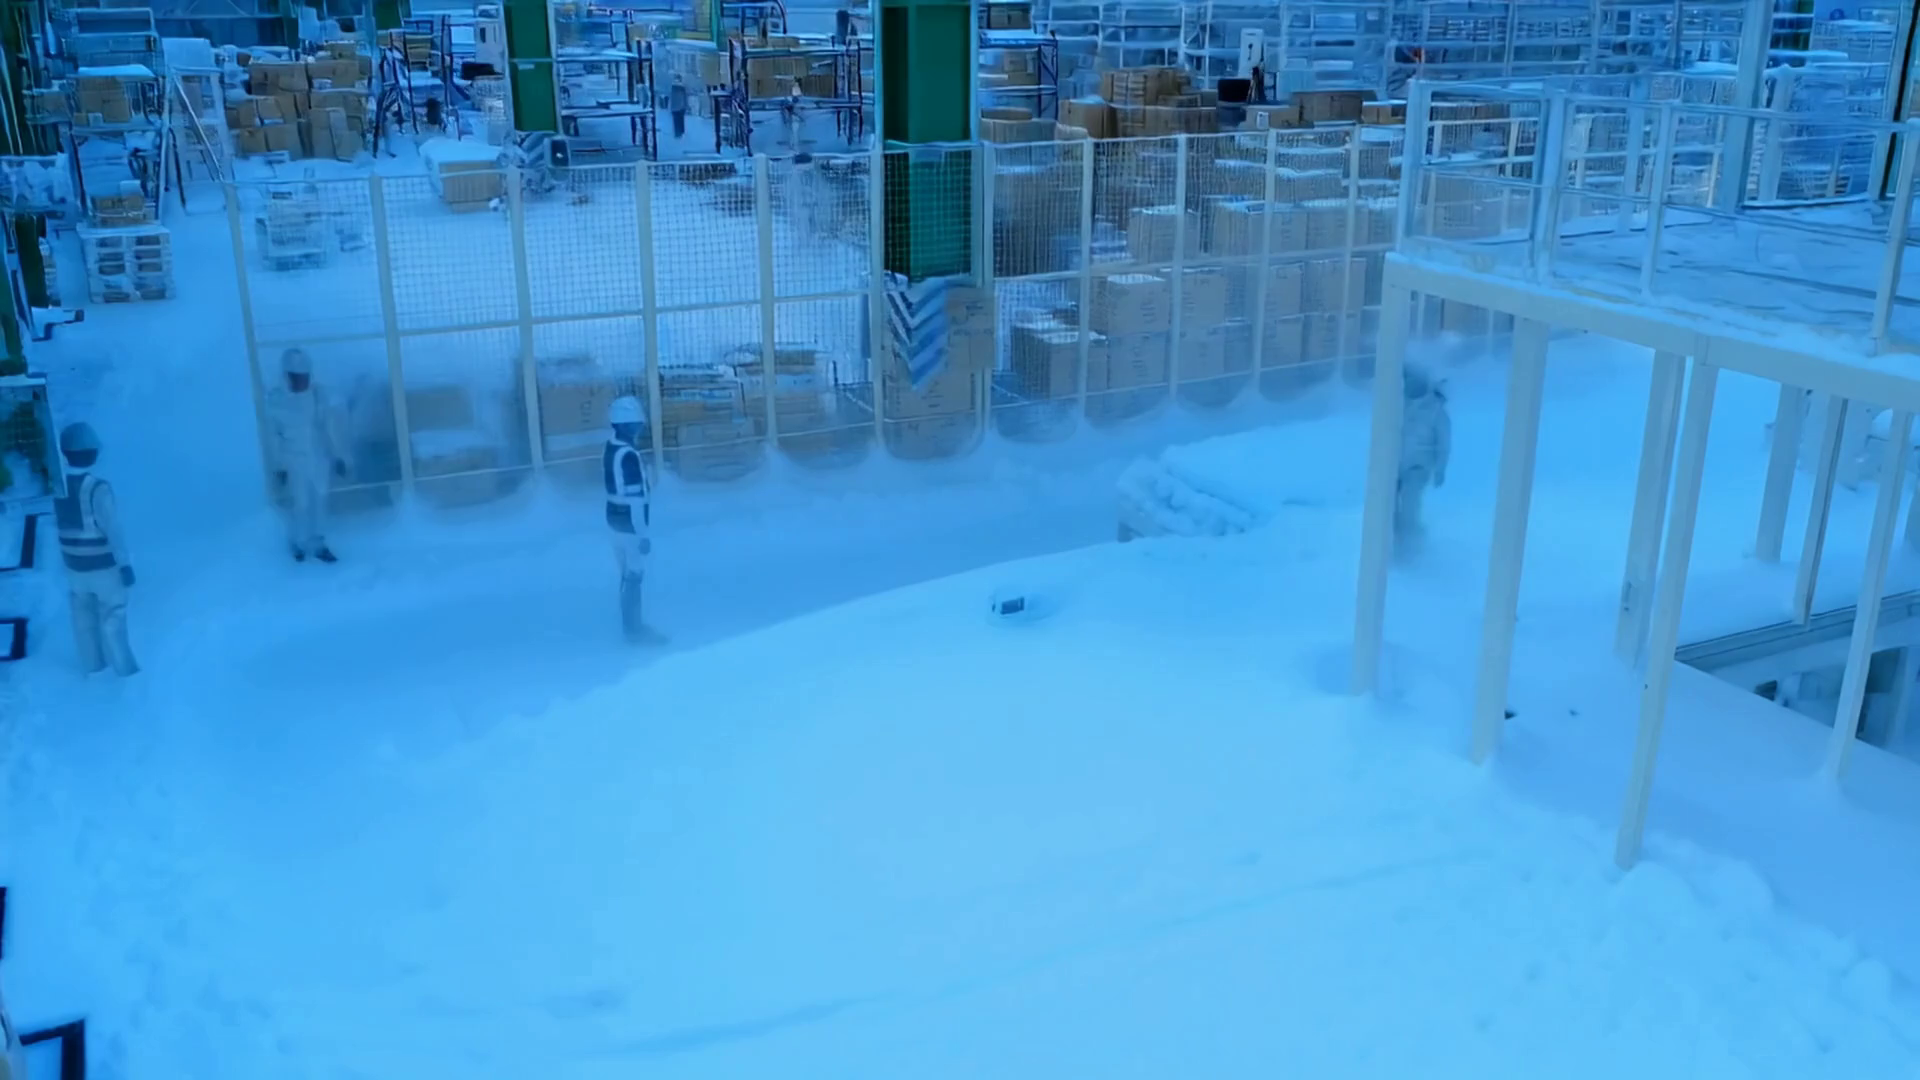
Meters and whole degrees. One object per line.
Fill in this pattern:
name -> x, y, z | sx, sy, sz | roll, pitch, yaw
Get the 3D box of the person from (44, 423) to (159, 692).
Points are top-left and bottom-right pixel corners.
person -> -6.076, 0.128, 11.705 | 0.614, 1.947, 0.389 | 7, 20, 21

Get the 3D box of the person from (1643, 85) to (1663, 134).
person -> 17.924, -10.751, 43.104 | 0.710, 2.000, 0.549 | 2, 19, 7

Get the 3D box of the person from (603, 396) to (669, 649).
person -> -2.452, -0.133, 12.478 | 0.357, 1.937, 0.550 | -11, 22, -29

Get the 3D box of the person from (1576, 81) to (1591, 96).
person -> 17.543, -12.091, 47.143 | 0.552, 1.936, 0.358 | 13, 23, 32

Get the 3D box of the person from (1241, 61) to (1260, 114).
person -> 10.244, -15.733, 57.879 | 0.849, 1.836, 0.516 | 10, 21, 26

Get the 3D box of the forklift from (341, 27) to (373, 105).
forklift -> -22.275, -17.346, 60.954 | 1.873, 2.768, 1.129 | -9, 21, -25

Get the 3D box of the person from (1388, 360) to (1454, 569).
person -> 3.796, -0.627, 14.079 | 0.649, 1.823, 0.458 | 16, 25, 39

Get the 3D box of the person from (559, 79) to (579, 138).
person -> -11.565, -12.653, 48.985 | 0.530, 1.797, 0.931 | 3, 19, 8

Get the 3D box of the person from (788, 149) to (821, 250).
person -> -2.814, -6.185, 30.233 | 0.637, 1.806, 0.931 | -8, 21, -22

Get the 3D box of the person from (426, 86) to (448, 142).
person -> -13.958, -11.158, 44.507 | 0.544, 1.886, 0.937 | 8, 21, 23

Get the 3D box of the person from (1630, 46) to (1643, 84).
person -> 27.756, -19.377, 68.436 | 0.633, 1.832, 0.430 | -13, 23, -34

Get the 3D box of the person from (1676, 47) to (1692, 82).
person -> 31.944, -20.880, 73.179 | 0.497, 1.602, 0.871 | -8, 21, -23

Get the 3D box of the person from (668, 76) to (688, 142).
person -> -8.298, -12.720, 49.061 | 0.586, 1.865, 1.029 | -2, 19, -7

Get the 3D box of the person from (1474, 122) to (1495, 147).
person -> 11.474, -8.293, 36.461 | 0.910, 1.708, 0.532 | -9, 21, -25

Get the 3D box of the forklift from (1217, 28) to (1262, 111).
forklift -> 10.323, -16.877, 59.593 | 1.873, 2.768, 1.129 | -9, 21, -25

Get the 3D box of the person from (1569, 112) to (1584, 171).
person -> 13.223, -8.252, 35.979 | 0.643, 1.968, 0.628 | 1, 19, 4

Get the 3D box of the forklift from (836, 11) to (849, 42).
forklift -> -5.872, -25.019, 83.195 | 1.873, 2.768, 1.129 | -9, 21, -25

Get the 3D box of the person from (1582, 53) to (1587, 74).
person -> 24.916, -18.557, 66.303 | 0.324, 1.671, 0.665 | 7, 20, 19

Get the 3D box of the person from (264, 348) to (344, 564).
person -> -5.563, -0.708, 14.194 | 0.409, 1.912, 0.585 | 13, 23, 33

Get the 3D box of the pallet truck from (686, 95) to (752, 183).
pallet truck -> -5.836, -9.608, 39.856 | 0.823, 1.965, 1.885 | 10, 22, 27

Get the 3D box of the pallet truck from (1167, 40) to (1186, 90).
pallet truck -> 9.045, -19.971, 69.895 | 0.823, 1.965, 1.885 | -3, 19, -8

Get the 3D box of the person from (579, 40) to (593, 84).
person -> -16.113, -20.547, 71.687 | 0.551, 1.917, 0.565 | 18, 26, 41

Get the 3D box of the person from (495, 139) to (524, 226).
person -> -8.949, -7.123, 33.105 | 0.540, 1.696, 0.315 | -8, 21, -22

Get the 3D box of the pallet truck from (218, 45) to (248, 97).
pallet truck -> -28.879, -18.665, 66.111 | 0.823, 1.965, 1.885 | -3, 19, -9

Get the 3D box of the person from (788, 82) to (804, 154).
person -> -4.504, -11.590, 45.720 | 0.391, 1.920, 0.593 | 9, 21, 24

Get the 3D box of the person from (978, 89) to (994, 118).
person -> 0.654, -10.908, 43.788 | 0.639, 1.894, 1.014 | 17, 26, 41

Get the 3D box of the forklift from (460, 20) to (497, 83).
forklift -> -19.846, -20.244, 69.354 | 1.129, 2.768, 1.873 | 13, 23, 33
